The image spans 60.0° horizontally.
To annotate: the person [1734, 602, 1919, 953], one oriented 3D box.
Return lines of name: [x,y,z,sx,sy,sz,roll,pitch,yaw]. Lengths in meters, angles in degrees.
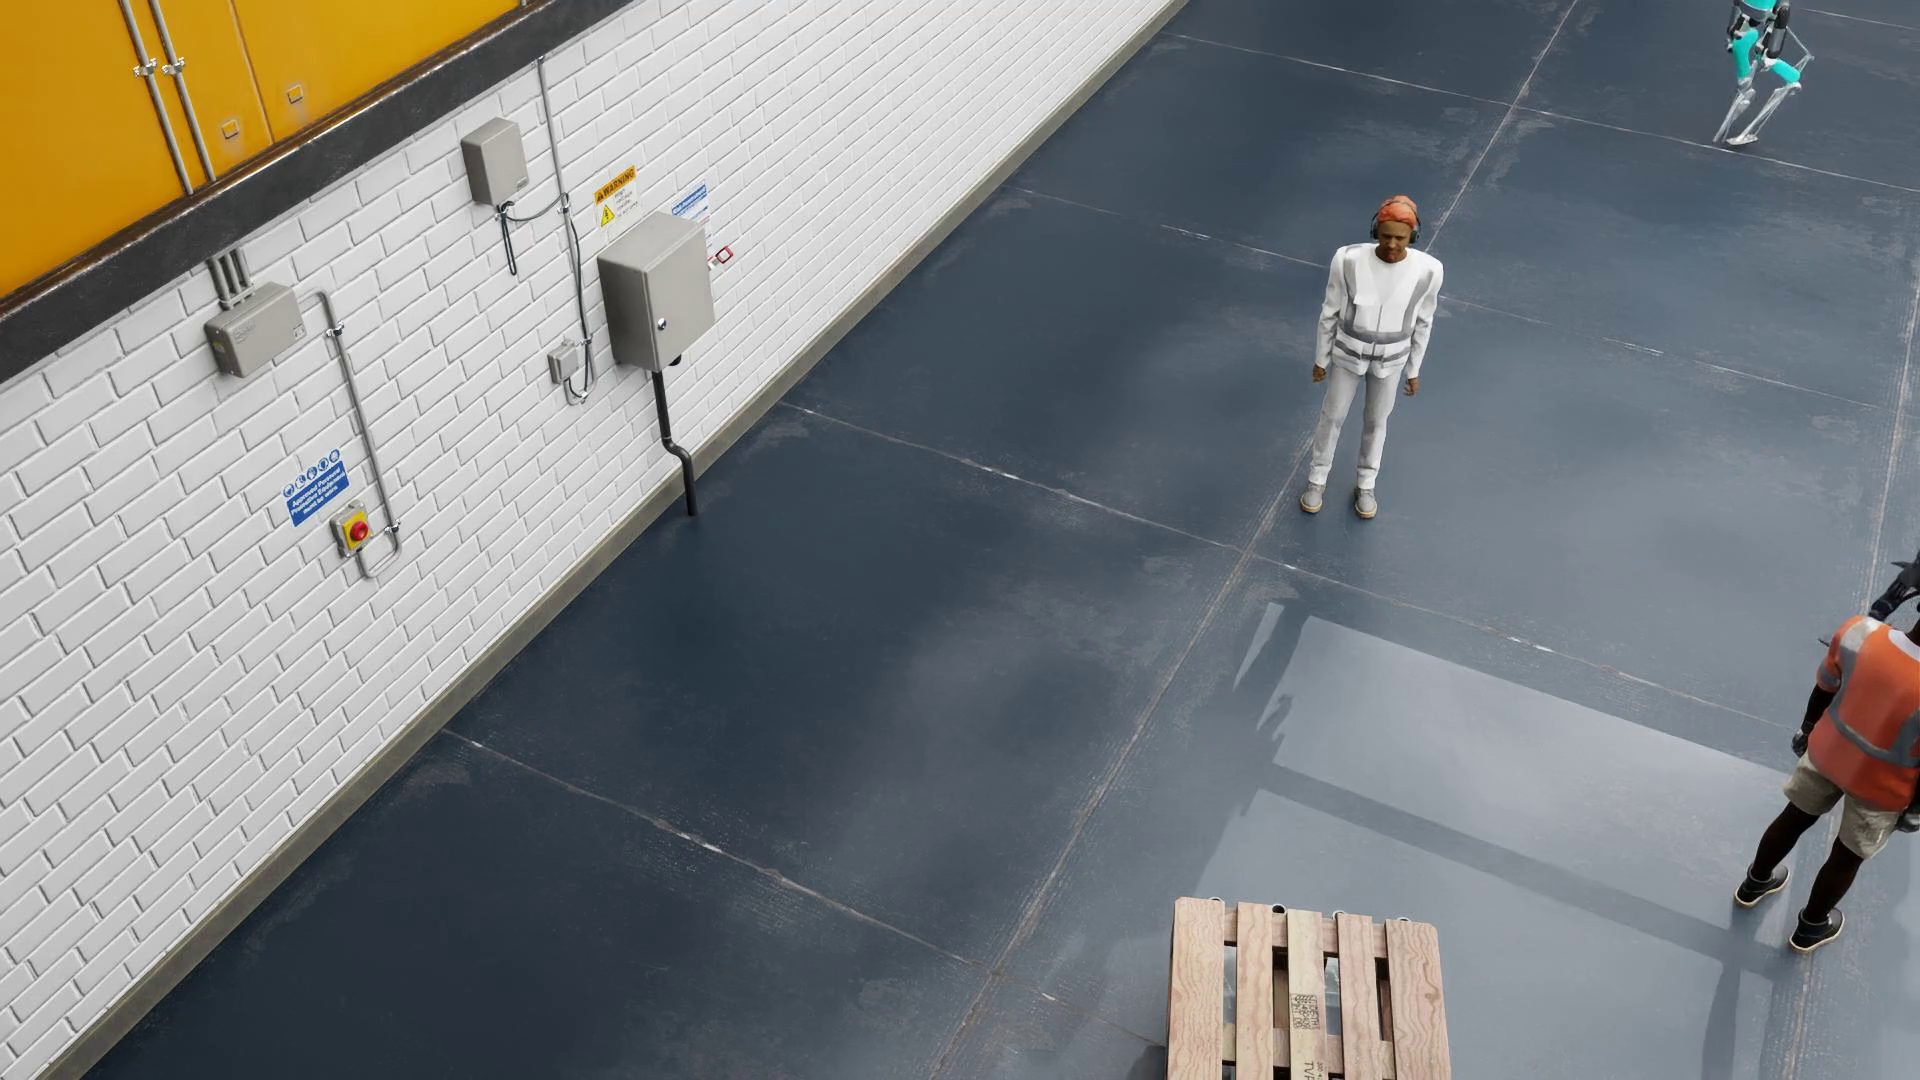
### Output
person: [3.552,0.873,6.539,0.374,1.958,0.596,-19,44,-20]

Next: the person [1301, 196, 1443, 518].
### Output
person: [2.133,-0.933,8.686,0.572,1.882,0.357,7,41,8]

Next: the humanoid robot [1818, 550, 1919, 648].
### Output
humanoid robot: [4.664,0.052,7.731,0.611,1.640,0.740,-29,48,-29]

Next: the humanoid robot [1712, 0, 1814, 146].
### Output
humanoid robot: [5.818,-3.562,11.918,0.734,1.877,0.546,-11,42,-13]
